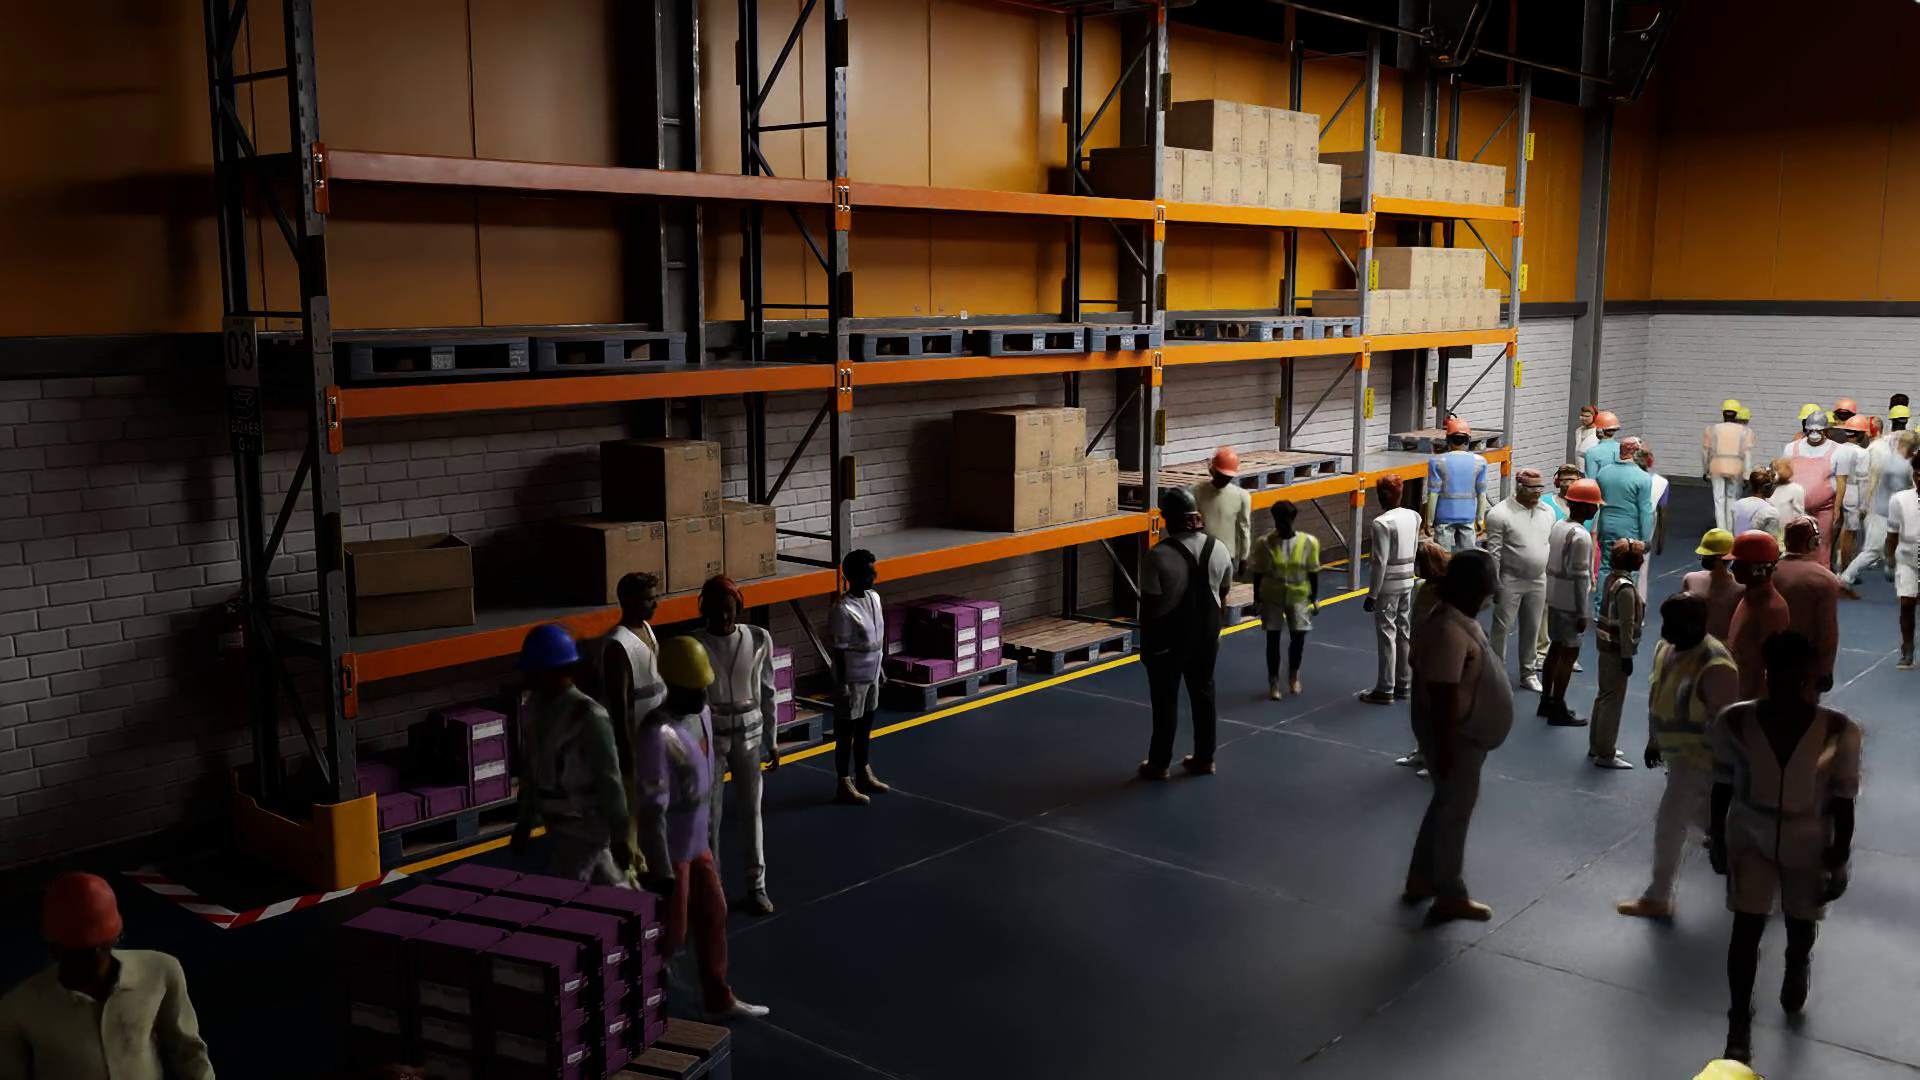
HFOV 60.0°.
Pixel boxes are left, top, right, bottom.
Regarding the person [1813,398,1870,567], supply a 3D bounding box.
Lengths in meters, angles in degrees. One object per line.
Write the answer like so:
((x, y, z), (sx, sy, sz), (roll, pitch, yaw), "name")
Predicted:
((10.606, -0.694, 20.092), (0.619, 2.028, 0.409), (6, 10, 32), "person")

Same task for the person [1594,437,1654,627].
((6.618, -0.079, 16.555), (0.399, 1.899, 0.646), (-5, 10, -28), "person")

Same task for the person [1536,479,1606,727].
((4.742, 0.481, 12.869), (0.397, 1.926, 0.543), (0, 9, -2), "person")

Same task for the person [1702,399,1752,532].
((10.043, -0.898, 21.860), (0.585, 1.884, 0.786), (2, 9, 15), "person")

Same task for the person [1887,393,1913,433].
((12.769, -1.039, 22.663), (0.392, 1.921, 0.593), (7, 11, 38), "person")

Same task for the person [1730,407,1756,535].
((10.447, -0.916, 22.403), (0.401, 1.749, 0.546), (-6, 11, -33), "person")

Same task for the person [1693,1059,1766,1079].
((1.606, 1.982, 3.512), (0.607, 1.817, 0.409), (-1, 9, -9), "person")

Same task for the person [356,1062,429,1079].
((-1.406, 2.018, 3.944), (0.703, 1.607, 0.503), (-2, 9, -12), "person")

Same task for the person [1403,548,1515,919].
((2.706, 1.020, 9.002), (0.555, 2.000, 0.694), (3, 9, 20), "person")

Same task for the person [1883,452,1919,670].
((8.476, 0.189, 14.639), (0.441, 1.950, 0.648), (-8, 12, -42), "person")

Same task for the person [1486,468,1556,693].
((4.676, 0.345, 13.821), (0.647, 1.900, 0.400), (-2, 9, -15), "person")

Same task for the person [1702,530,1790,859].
((4.622, 0.928, 9.743), (0.397, 1.992, 0.623), (2, 9, 13), "person")

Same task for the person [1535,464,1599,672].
((5.308, 0.241, 14.650), (0.566, 1.846, 0.387), (1, 9, 7), "person")

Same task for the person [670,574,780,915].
((-1.267, 1.108, 8.967), (0.588, 1.878, 0.371), (-4, 10, -22), "person")

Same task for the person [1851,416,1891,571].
((10.861, -0.550, 19.780), (0.389, 1.837, 0.563), (6, 11, 33), "person")

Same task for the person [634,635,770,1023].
((-1.321, 1.335, 7.458), (0.761, 1.896, 0.670), (1, 9, 5), "person")

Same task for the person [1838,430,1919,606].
((9.861, -0.240, 17.684), (0.991, 1.880, 0.648), (5, 10, 31), "person")

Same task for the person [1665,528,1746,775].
((5.142, 0.792, 11.363), (0.329, 1.765, 0.526), (-7, 11, -40), "person")

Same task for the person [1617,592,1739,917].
((4.065, 1.150, 8.996), (0.914, 1.797, 0.642), (0, 9, -1), "person")

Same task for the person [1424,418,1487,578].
((5.067, -0.231, 17.057), (0.612, 2.041, 0.394), (0, 9, 0), "person")

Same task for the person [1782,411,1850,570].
((9.363, -0.426, 18.324), (0.683, 2.000, 0.536), (8, 12, 41), "person")

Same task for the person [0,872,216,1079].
((-2.555, 1.804, 5.009), (0.907, 1.699, 0.580), (8, 12, 42), "person")

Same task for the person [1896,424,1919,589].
((10.656, -0.379, 18.376), (0.594, 1.929, 0.354), (-7, 11, -39), "person")

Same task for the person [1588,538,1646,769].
((4.658, 0.796, 11.761), (0.317, 1.631, 0.518), (2, 9, 11), "person")

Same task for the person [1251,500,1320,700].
((2.648, 0.492, 13.564), (0.568, 1.673, 0.374), (2, 9, 11), "person")

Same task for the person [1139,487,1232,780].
((1.509, 0.630, 11.514), (0.681, 2.000, 0.535), (-4, 10, -23), "person")

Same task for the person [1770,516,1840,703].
((5.502, 0.782, 11.011), (0.395, 1.899, 0.642), (-5, 10, -29), "person")

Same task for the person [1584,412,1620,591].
((7.141, -0.428, 18.479), (0.612, 1.997, 0.375), (-4, 10, -24), "person")

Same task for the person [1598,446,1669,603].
((6.687, -0.032, 16.523), (0.582, 1.809, 0.767), (6, 11, 35), "person")

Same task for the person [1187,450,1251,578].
((2.299, 0.114, 15.219), (0.717, 1.926, 1.028), (3, 9, 21), "person")

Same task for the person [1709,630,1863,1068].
((3.675, 1.317, 7.454), (0.605, 1.934, 0.868), (5, 10, 28), "person")

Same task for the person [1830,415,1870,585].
((10.084, -0.453, 18.871), (0.386, 1.929, 0.544), (-3, 9, -18), "person")

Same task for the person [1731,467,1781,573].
((6.901, 0.276, 14.471), (0.342, 1.839, 0.501), (-3, 9, -20), "person")

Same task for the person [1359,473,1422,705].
((3.500, 0.395, 13.526), (0.573, 1.887, 0.355), (-8, 12, -41), "person")

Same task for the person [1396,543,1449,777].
((3.261, 0.825, 11.562), (0.268, 1.632, 0.507), (-2, 9, -11), "person")

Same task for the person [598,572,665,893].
((-1.816, 1.082, 9.228), (0.375, 1.841, 0.575), (0, 9, 3), "person")

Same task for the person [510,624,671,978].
((-1.772, 1.301, 7.699), (1.030, 1.892, 0.584), (-7, 11, -37), "person")

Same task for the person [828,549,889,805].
((-0.671, 0.891, 10.968), (0.319, 1.690, 0.527), (4, 10, 26), "person")

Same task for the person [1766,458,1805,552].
((8.483, -0.051, 17.361), (0.851, 1.584, 0.509), (-5, 10, -29), "person")
